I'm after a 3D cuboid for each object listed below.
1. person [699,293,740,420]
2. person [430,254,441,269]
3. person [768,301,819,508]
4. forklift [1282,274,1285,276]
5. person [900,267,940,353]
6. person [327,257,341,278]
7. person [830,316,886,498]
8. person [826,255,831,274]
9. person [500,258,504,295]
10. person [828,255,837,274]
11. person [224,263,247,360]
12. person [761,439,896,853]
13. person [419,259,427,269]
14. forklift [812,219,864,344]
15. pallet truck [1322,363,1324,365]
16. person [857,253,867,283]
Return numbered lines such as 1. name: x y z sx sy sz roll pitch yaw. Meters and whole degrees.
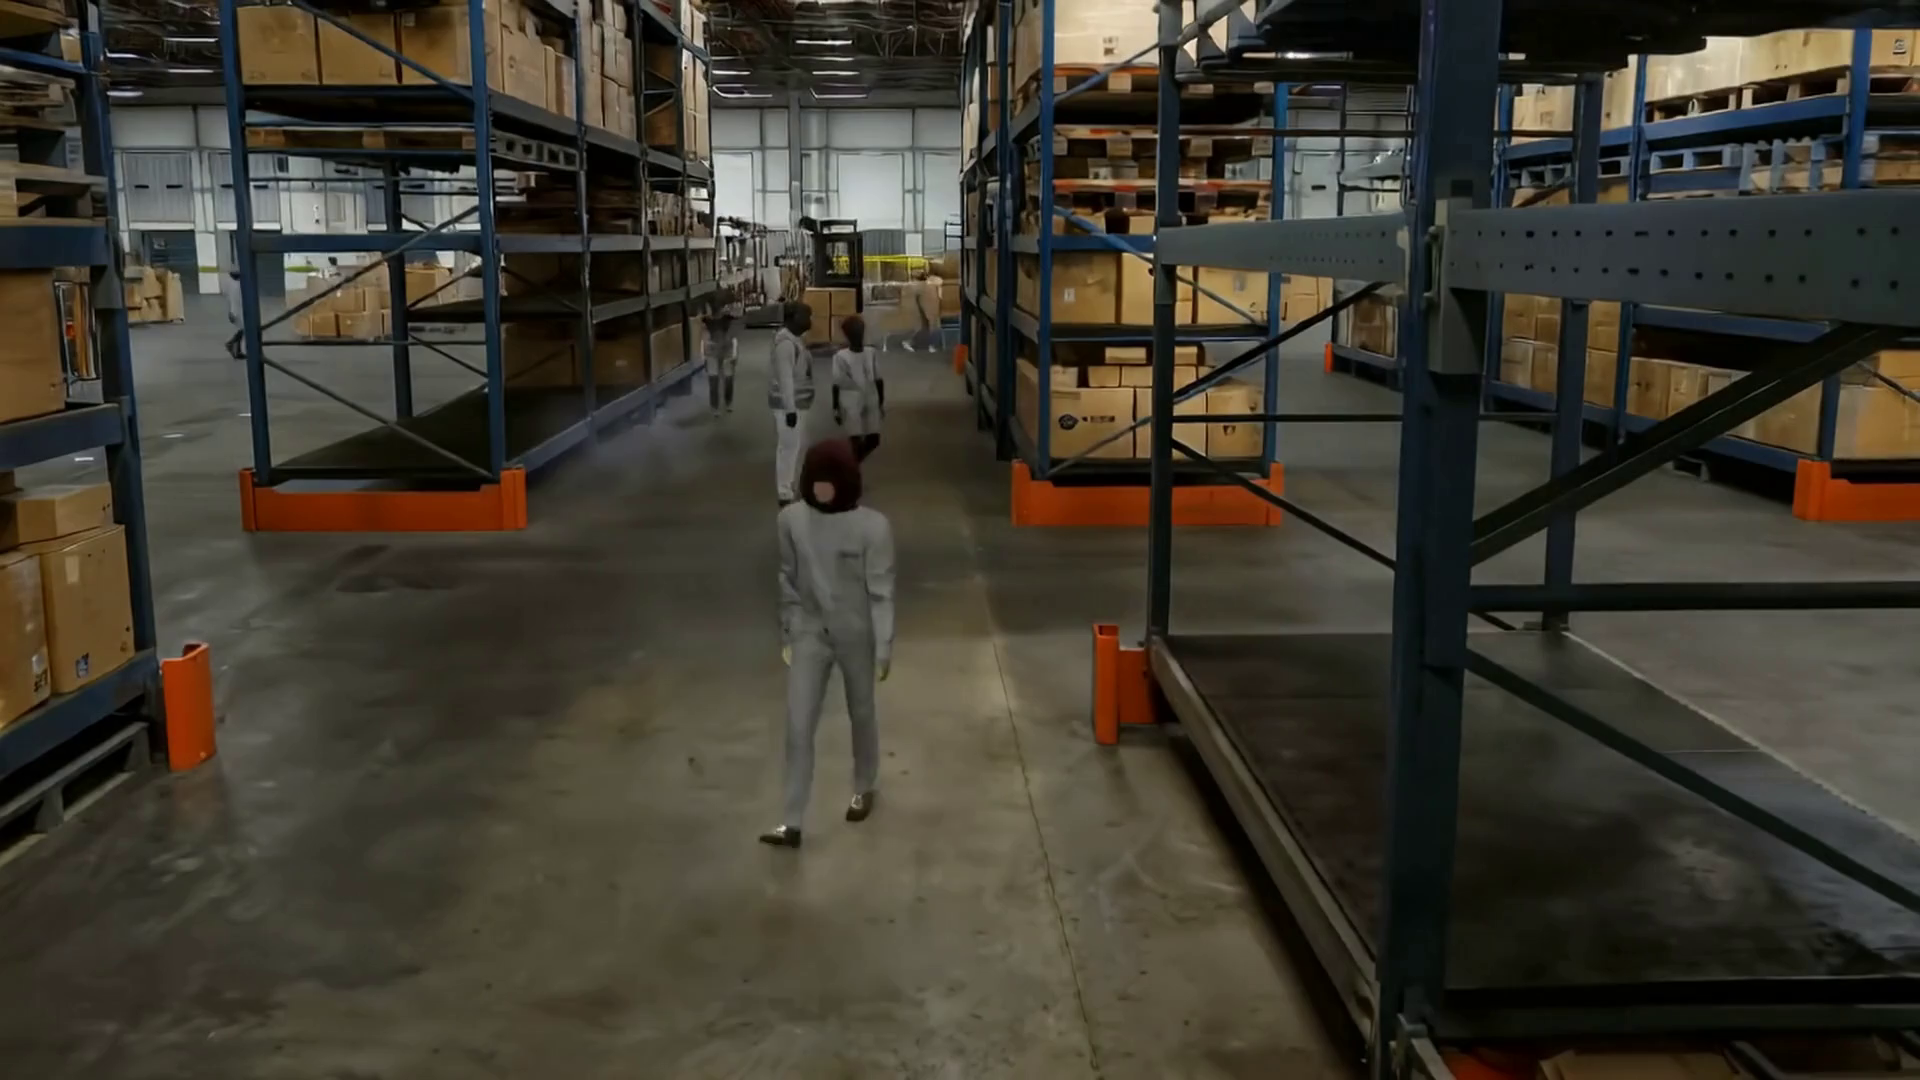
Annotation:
1. person: -3.190 -2.447 22.086 0.545 1.679 0.553 -1 10 -7
2. person: -17.039 -8.322 54.144 0.374 1.933 0.621 -6 12 -30
3. person: -1.462 -1.184 14.665 0.431 1.830 0.648 1 10 5
4. forklift: 12.240 -10.302 62.509 1.129 2.768 1.873 0 10 -2
5. person: -0.866 -4.869 35.222 0.857 1.827 0.561 5 12 28
6. person: -22.051 -9.062 58.628 0.954 1.799 0.627 0 10 -1
7. person: -0.981 -1.241 15.376 0.539 1.675 0.550 -7 12 -33
8. person: -3.717 -6.912 46.173 0.361 1.964 0.613 -5 12 -28
9. person: -13.496 -7.314 48.505 0.372 1.934 0.627 2 10 11
10. person: -4.218 -8.442 54.834 0.378 1.918 0.585 7 12 34
11. person: -14.383 -4.528 33.020 0.466 1.918 0.563 0 10 -2
12. person: -0.500 0.405 6.443 0.528 1.581 0.856 3 11 16
13. person: -20.267 -9.760 62.791 0.318 1.697 0.533 0 10 2
14. forklift: -2.703 -5.697 36.858 1.129 2.768 1.873 0 10 -2
15. pallet truck: 7.712 -4.157 30.737 1.885 1.965 0.823 3 11 16
16. person: -3.749 -9.853 62.733 0.861 1.904 0.555 -6 12 -31
